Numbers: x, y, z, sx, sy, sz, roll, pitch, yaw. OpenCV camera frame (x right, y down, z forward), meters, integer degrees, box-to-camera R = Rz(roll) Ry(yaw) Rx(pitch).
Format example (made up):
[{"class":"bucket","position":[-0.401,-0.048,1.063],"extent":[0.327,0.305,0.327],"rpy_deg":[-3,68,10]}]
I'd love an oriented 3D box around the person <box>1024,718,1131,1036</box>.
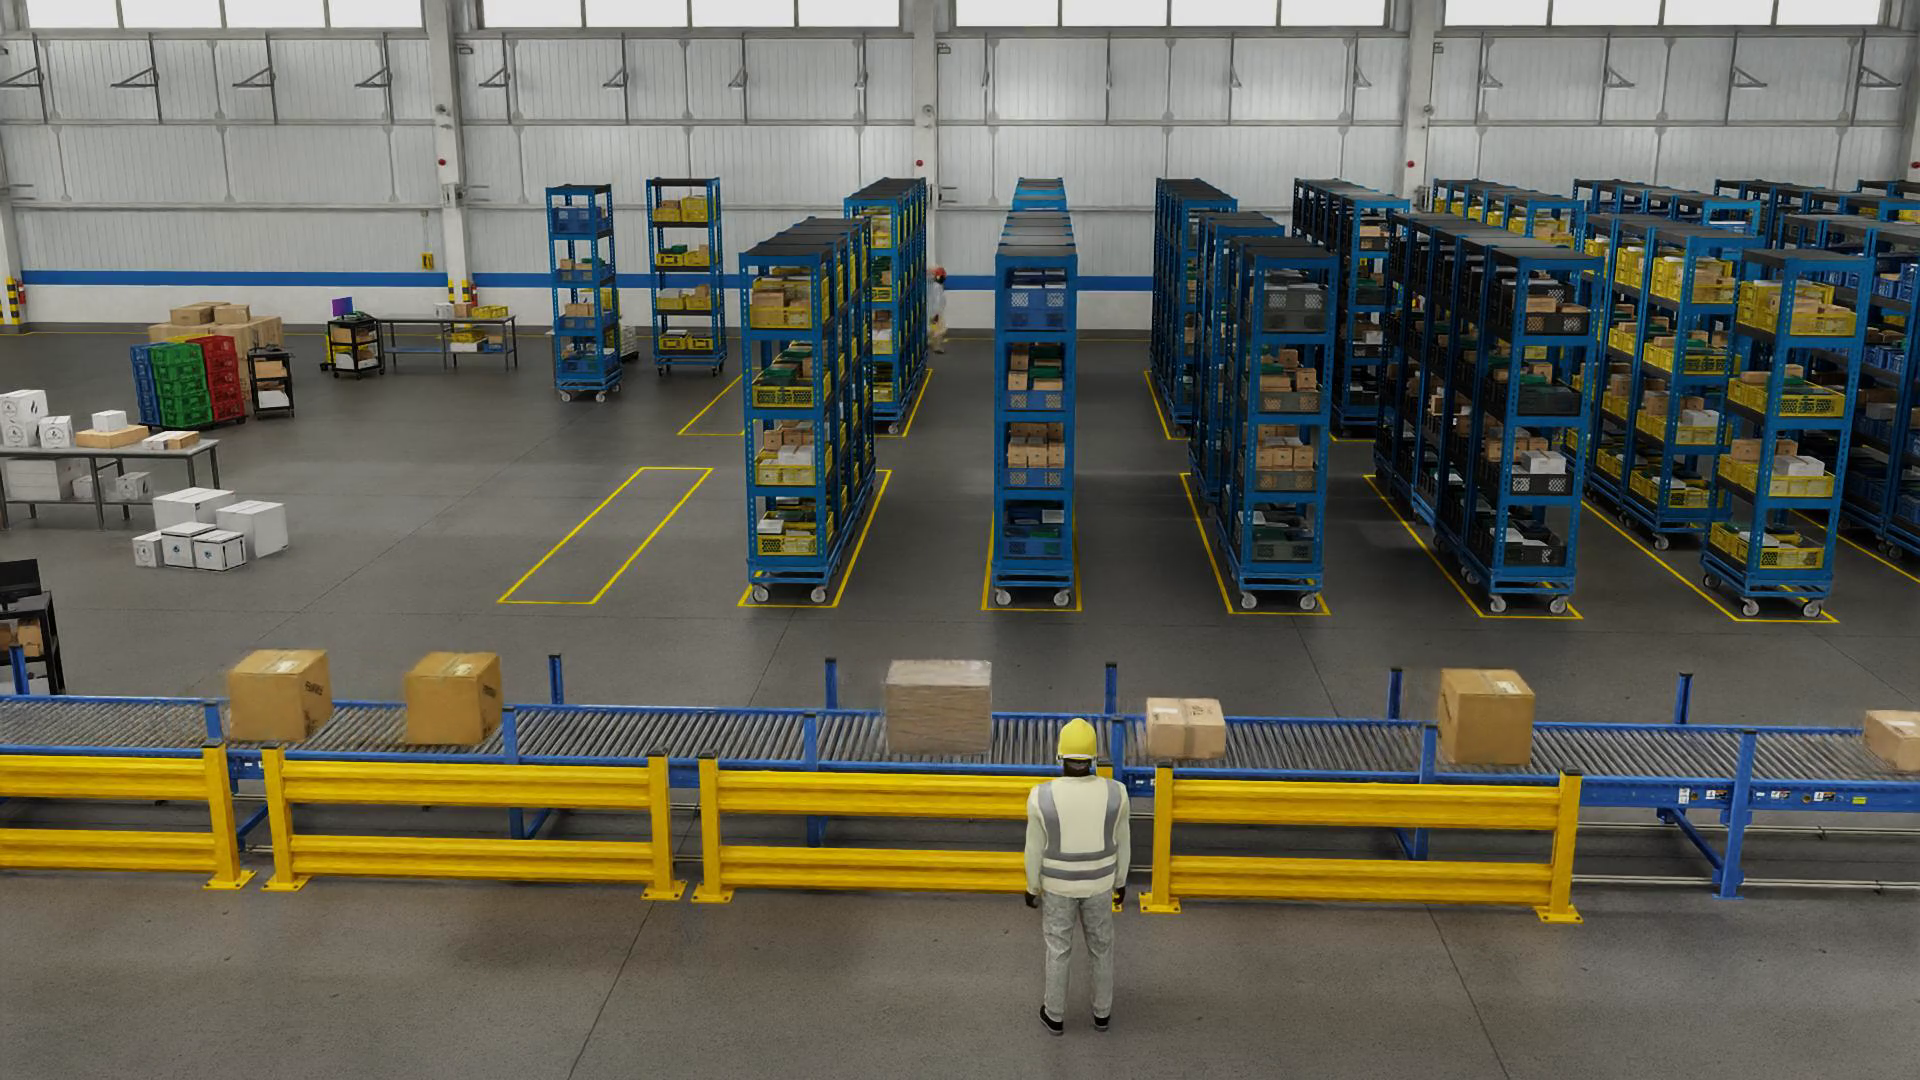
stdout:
[{"class":"person","position":[0.639,1.858,9.166],"extent":[0.589,1.834,0.403],"rpy_deg":[-2,15,-6]}]

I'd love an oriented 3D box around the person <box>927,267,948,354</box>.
[{"class":"person","position":[-0.423,-4.560,33.167],"extent":[0.391,1.736,0.585],"rpy_deg":[1,15,3]}]
